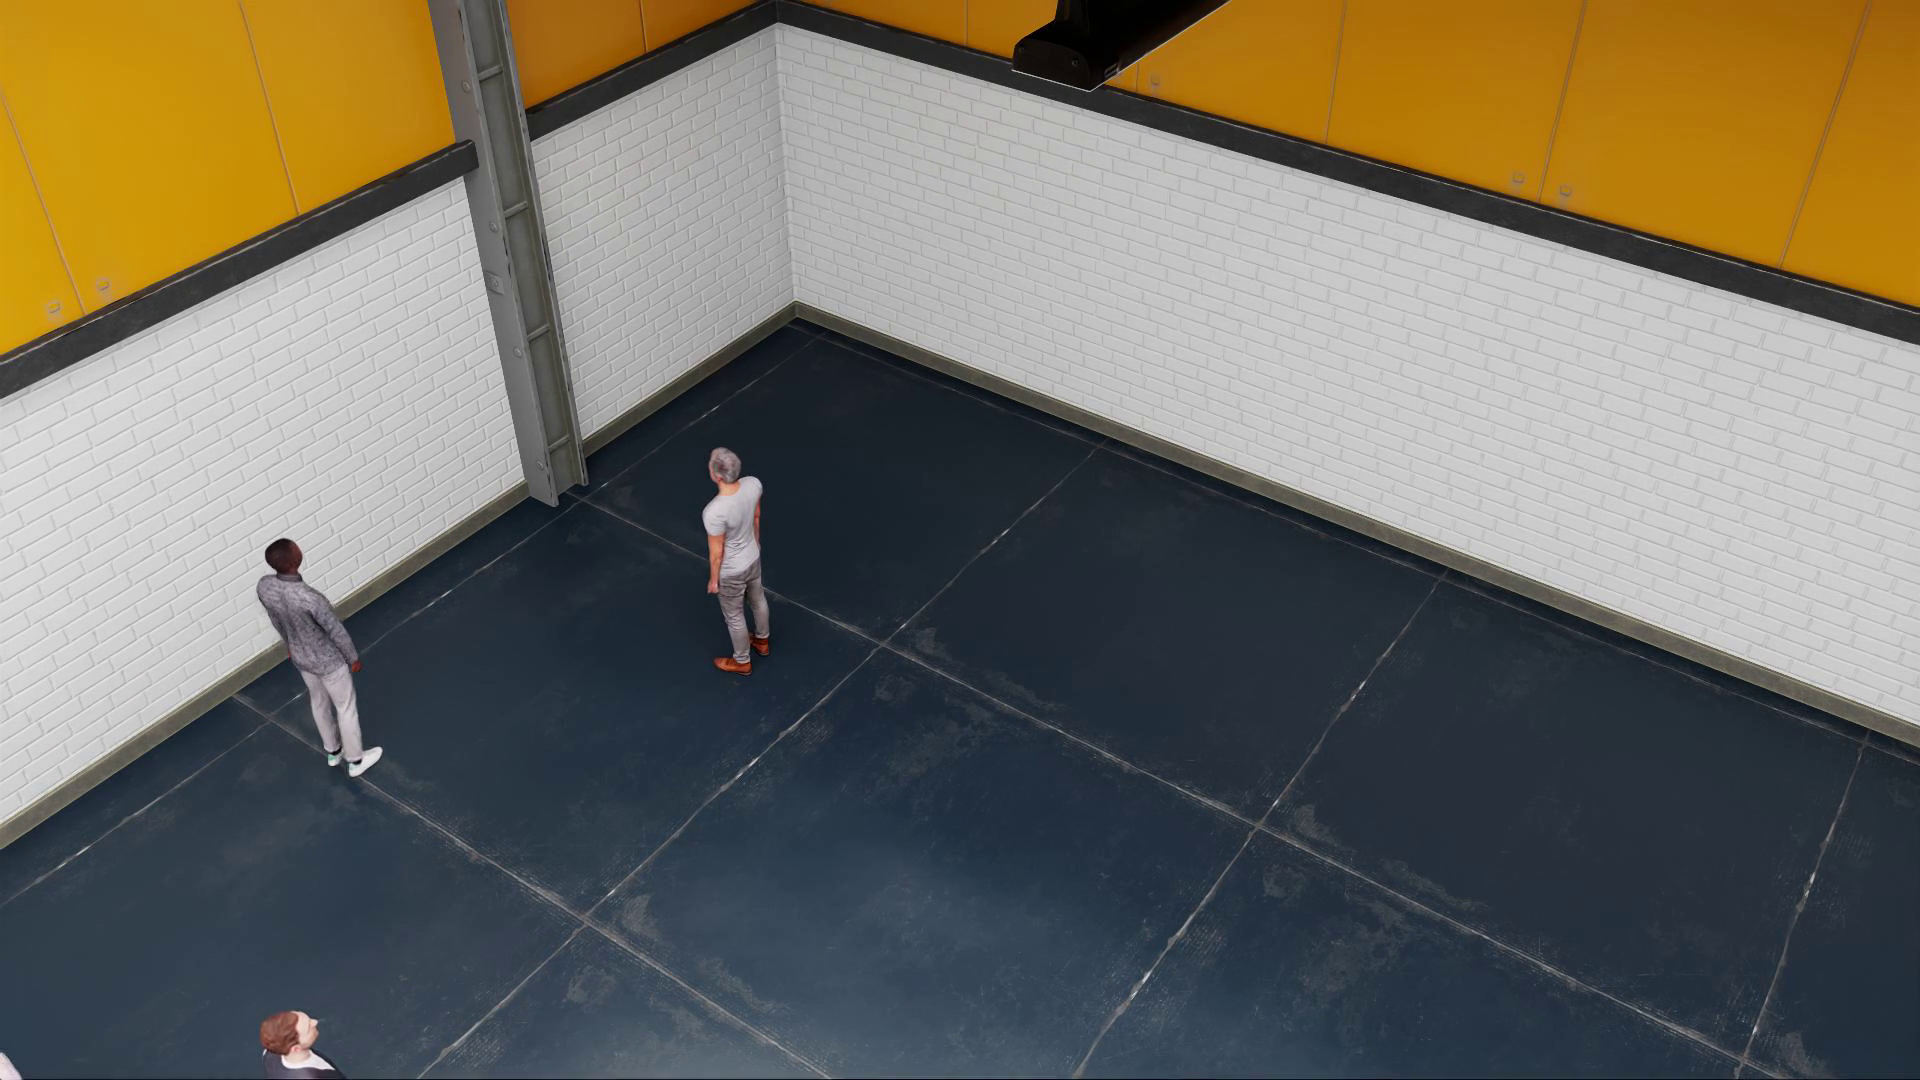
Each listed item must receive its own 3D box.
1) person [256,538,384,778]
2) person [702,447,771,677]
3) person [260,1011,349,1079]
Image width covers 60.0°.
[{"bbox_3d":[-4.050,0.748,10.469,0.735,1.839,0.633,14,41,17],"label":"person"},{"bbox_3d":[-1.503,0.140,11.235,0.764,1.832,0.514,20,43,23],"label":"person"},{"bbox_3d":[-2.943,2.824,7.790,0.640,1.937,0.705,-30,47,-32],"label":"person"}]
